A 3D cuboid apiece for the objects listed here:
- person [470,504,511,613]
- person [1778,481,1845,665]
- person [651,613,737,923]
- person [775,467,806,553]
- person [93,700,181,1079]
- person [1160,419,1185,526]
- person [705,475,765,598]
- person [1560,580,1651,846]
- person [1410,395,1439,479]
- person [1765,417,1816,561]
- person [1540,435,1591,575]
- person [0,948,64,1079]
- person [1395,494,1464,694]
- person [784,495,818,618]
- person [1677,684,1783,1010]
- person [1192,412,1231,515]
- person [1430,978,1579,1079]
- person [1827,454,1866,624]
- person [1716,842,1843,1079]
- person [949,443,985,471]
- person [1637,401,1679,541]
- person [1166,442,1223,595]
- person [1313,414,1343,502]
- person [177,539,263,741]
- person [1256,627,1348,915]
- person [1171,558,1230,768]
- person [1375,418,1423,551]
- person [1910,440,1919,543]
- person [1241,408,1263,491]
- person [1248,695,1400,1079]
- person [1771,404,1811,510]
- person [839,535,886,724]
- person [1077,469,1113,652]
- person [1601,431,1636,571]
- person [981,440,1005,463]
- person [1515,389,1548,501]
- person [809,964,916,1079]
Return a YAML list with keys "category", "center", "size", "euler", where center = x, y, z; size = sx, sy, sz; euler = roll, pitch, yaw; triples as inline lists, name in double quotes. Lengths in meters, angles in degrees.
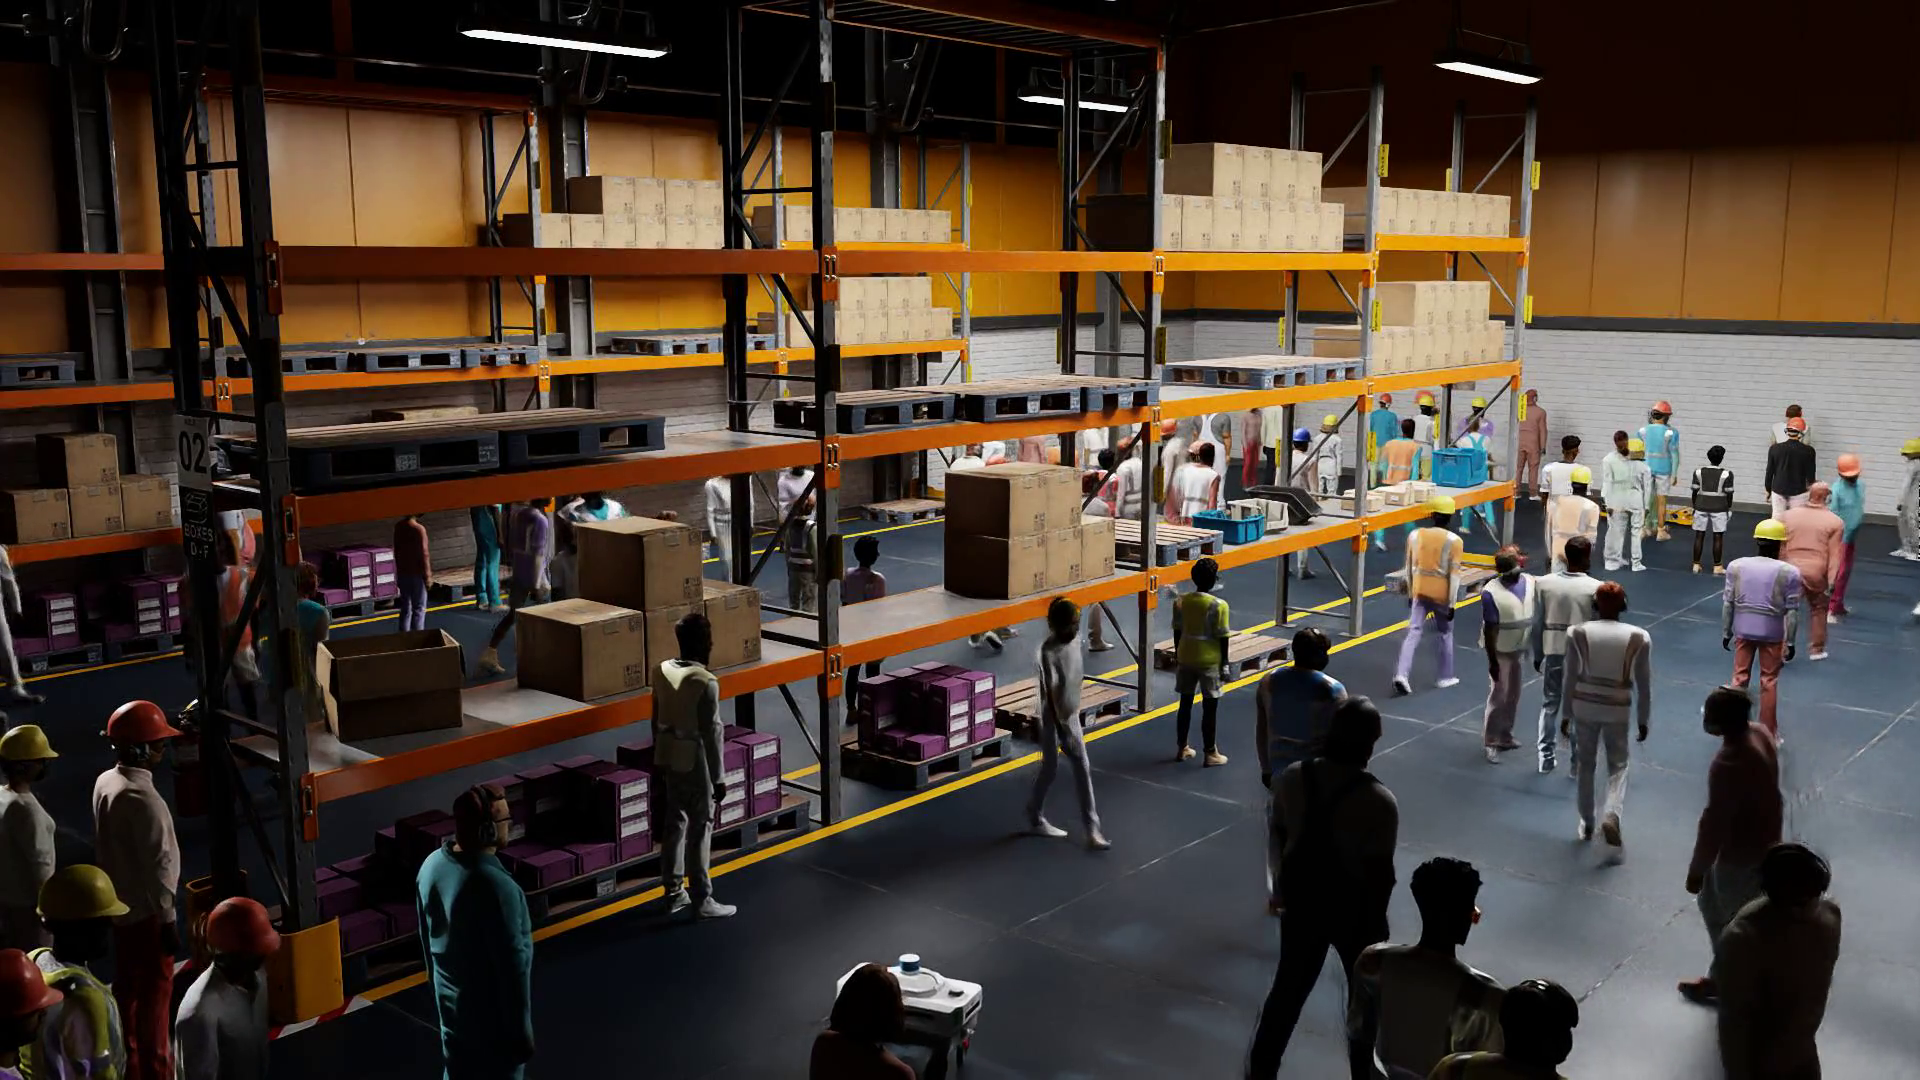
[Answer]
- category: "person"
  center: [-5.488, -0.079, 19.348]
  size: [0.508, 1.842, 0.336]
  euler: [9, 13, 42]
- category: "person"
  center: [8.543, 0.343, 16.809]
  size: [0.934, 1.866, 0.647]
  euler: [-9, 13, -43]
- category: "person"
  center: [-1.679, 1.402, 10.285]
  size: [0.591, 1.916, 0.383]
  euler: [9, 13, 42]
- category: "person"
  center: [-2.331, -0.764, 23.159]
  size: [0.549, 1.934, 0.374]
  euler: [9, 13, 42]
- category: "person"
  center: [-3.908, 1.746, 7.995]
  size: [0.616, 1.993, 0.395]
  euler: [9, 13, 42]
- category: "person"
  center: [2.969, -0.738, 22.987]
  size: [0.481, 1.942, 0.777]
  euler: [4, 10, 23]
- category: "person"
  center: [-2.697, -0.148, 19.729]
  size: [0.690, 1.853, 0.436]
  euler: [-6, 11, -30]
- category: "person"
  center: [4.472, 1.222, 11.557]
  size: [0.588, 1.861, 0.639]
  euler: [4, 10, 20]
- category: "person"
  center: [7.449, -1.363, 26.766]
  size: [0.591, 1.923, 0.381]
  euler: [9, 13, 42]
- category: "person"
  center: [11.148, -0.656, 22.335]
  size: [0.616, 1.993, 0.395]
  euler: [9, 13, 42]
- category: "person"
  center: [7.409, -0.311, 20.362]
  size: [0.610, 1.964, 0.366]
  euler: [9, 13, 42]
- category: "person"
  center: [-2.989, 2.230, 5.279]
  size: [0.549, 1.936, 0.377]
  euler: [9, 13, 42]
- category: "person"
  center: [4.415, 0.512, 15.712]
  size: [0.590, 1.891, 0.922]
  euler: [9, 13, 42]
- category: "person"
  center: [-1.646, 0.329, 17.512]
  size: [0.517, 1.639, 0.313]
  euler: [9, 13, 42]
- category: "person"
  center: [4.096, 1.661, 8.826]
  size: [0.622, 1.882, 0.713]
  euler: [7, 12, 35]
- category: "person"
  center: [4.101, -1.420, 26.765]
  size: [0.684, 2.000, 0.535]
  euler: [9, 13, 42]
- category: "person"
  center: [1.784, 2.278, 5.286]
  size: [0.627, 1.840, 0.429]
  euler: [9, 13, 42]
- category: "person"
  center: [10.022, -0.026, 18.769]
  size: [0.827, 1.945, 0.396]
  euler: [-6, 11, -34]
- category: "person"
  center: [3.195, 2.041, 6.545]
  size: [0.735, 1.894, 0.473]
  euler: [-6, 11, -30]
- category: "person"
  center: [0.172, -0.345, 20.754]
  size: [0.645, 1.905, 0.400]
  euler: [9, 13, 42]
- category: "person"
  center: [10.188, -1.010, 24.311]
  size: [0.611, 2.040, 0.393]
  euler: [9, 13, 42]
- category: "person"
  center: [2.866, -0.251, 20.339]
  size: [0.941, 1.874, 0.591]
  euler: [-9, 13, -43]
- category: "person"
  center: [5.629, -1.047, 25.422]
  size: [0.489, 1.743, 0.323]
  euler: [9, 13, 42]
- category: "person"
  center: [-6.006, 0.853, 13.531]
  size: [0.629, 1.923, 0.513]
  euler: [-6, 11, -31]
- category: "person"
  center: [2.130, 1.443, 10.269]
  size: [0.627, 1.840, 0.429]
  euler: [9, 13, 42]
- category: "person"
  center: [1.950, 0.983, 13.440]
  size: [0.538, 1.695, 0.320]
  euler: [9, 13, 42]
- category: "person"
  center: [6.168, -0.775, 23.426]
  size: [0.593, 1.883, 0.939]
  euler: [9, 13, 42]
- category: "person"
  center: [13.920, -0.792, 24.031]
  size: [0.618, 1.699, 0.434]
  euler: [-6, 11, -30]
- category: "person"
  center: [5.229, -1.724, 29.536]
  size: [0.695, 1.719, 0.400]
  euler: [-7, 12, -36]
- category: "person"
  center: [1.748, 1.722, 8.007]
  size: [0.689, 2.000, 0.961]
  euler: [9, 13, 42]
- category: "person"
  center: [12.977, -1.203, 26.043]
  size: [0.566, 1.844, 0.381]
  euler: [9, 13, 42]
- category: "person"
  center: [-0.827, 0.798, 14.544]
  size: [0.538, 1.695, 0.320]
  euler: [9, 13, 42]
- category: "person"
  center: [1.348, 0.208, 17.445]
  size: [0.645, 1.907, 0.400]
  euler: [9, 13, 42]
- category: "person"
  center: [8.738, -0.529, 21.976]
  size: [0.801, 1.870, 0.378]
  euler: [-6, 11, -34]
- category: "person"
  center: [0.395, -0.978, 25.193]
  size: [0.542, 1.674, 0.540]
  euler: [4, 10, 22]
- category: "person"
  center: [9.700, -1.622, 28.372]
  size: [0.645, 1.907, 0.400]
  euler: [9, 13, 42]
- category: "person"
  center: [-0.325, 2.283, 5.868]
  size: [0.503, 1.632, 0.271]
  euler: [9, 13, 42]
